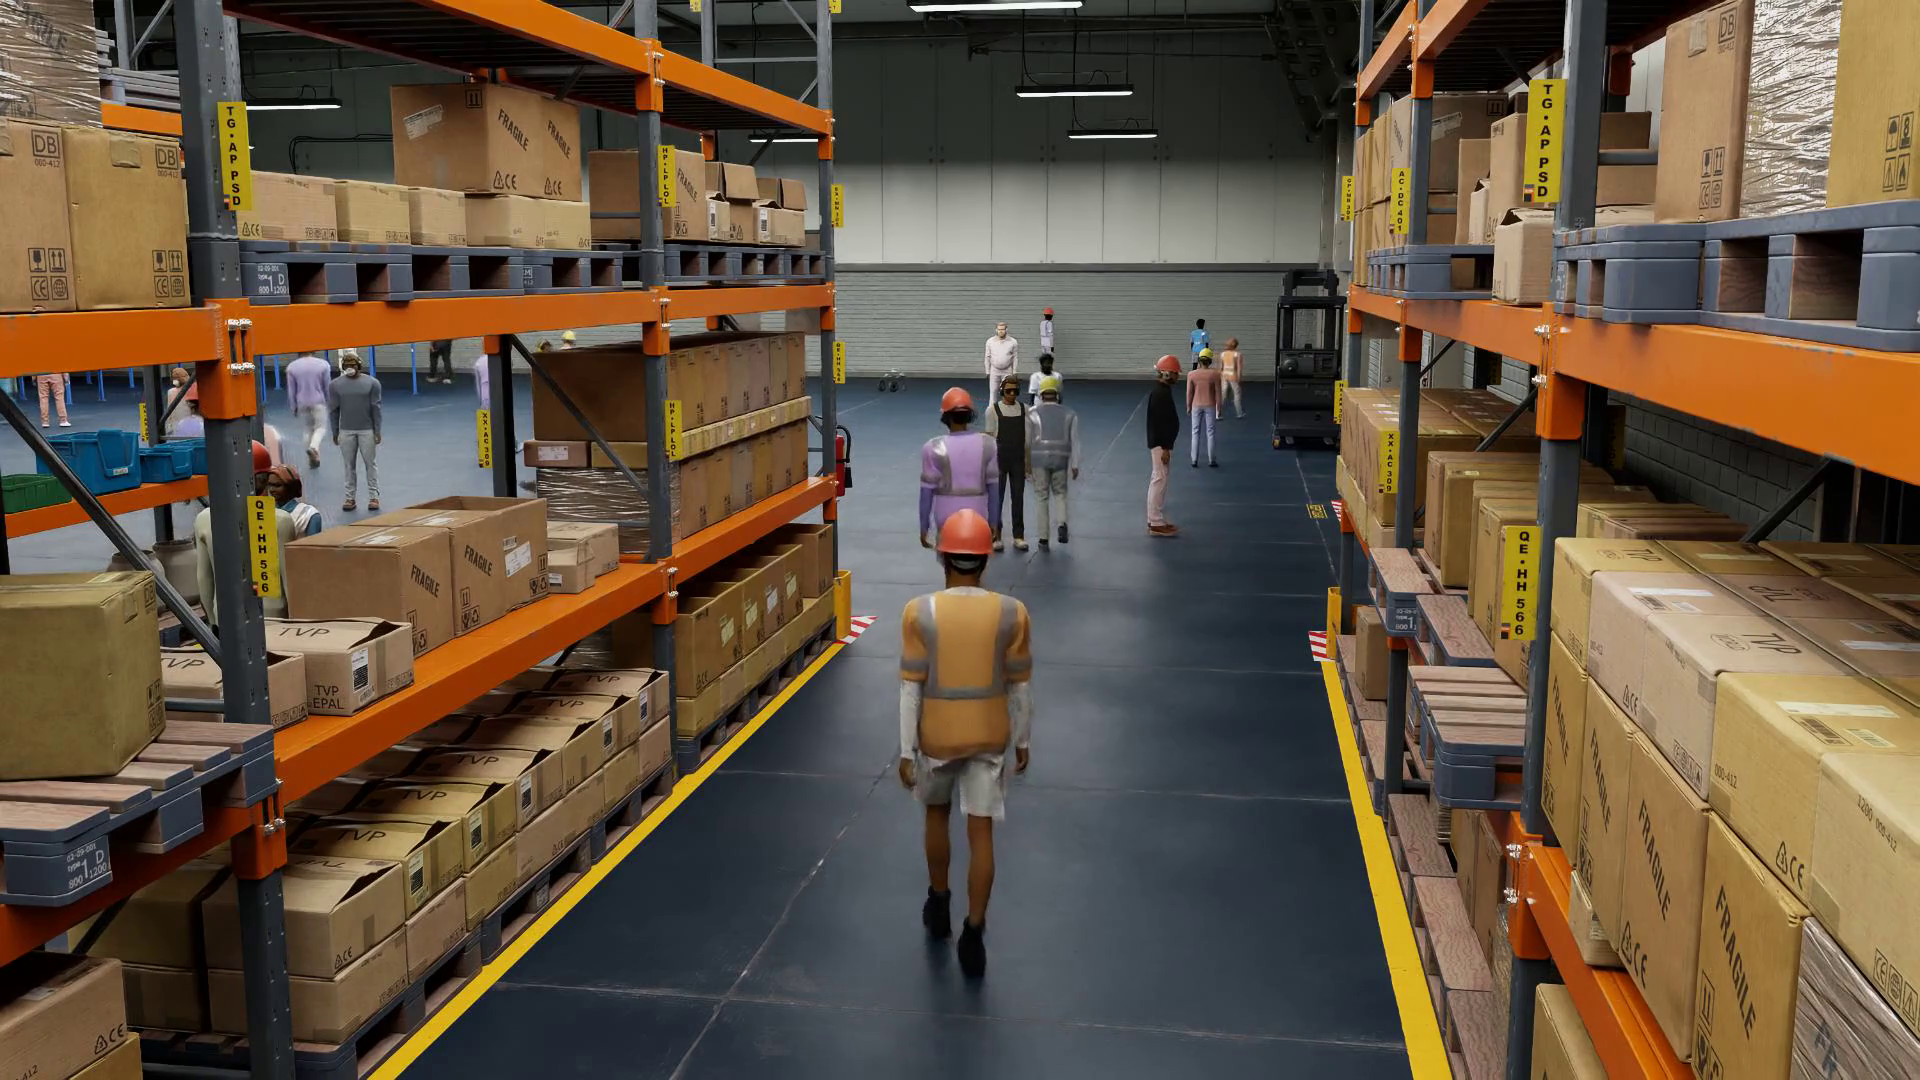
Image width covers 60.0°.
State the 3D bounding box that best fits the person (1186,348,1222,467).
[{"bbox_3d":[3.653,-1.980,24.871,0.531,1.767,0.328,3,10,16],"label":"person"}]

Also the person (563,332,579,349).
[{"bbox_3d":[-7.519,-3.142,32.083,0.415,1.743,0.531,-7,12,-37],"label":"person"}]

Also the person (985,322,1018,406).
[{"bbox_3d":[0.816,-3.308,32.633,0.642,1.909,0.399,0,9,2],"label":"person"}]

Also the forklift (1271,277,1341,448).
[{"bbox_3d":[5.847,-3.016,27.970,1.129,2.768,1.873,1,9,9],"label":"forklift"}]

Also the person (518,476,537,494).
[{"bbox_3d":[-5.238,-1.516,21.703,1.032,1.862,0.692,-4,10,-24],"label":"person"}]

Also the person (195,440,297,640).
[{"bbox_3d":[-3.918,0.437,9.263,0.611,1.995,0.381,1,9,8],"label":"person"}]

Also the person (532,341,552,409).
[{"bbox_3d":[-6.438,-2.168,25.838,0.425,1.840,0.543,5,10,28],"label":"person"}]

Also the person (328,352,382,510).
[{"bbox_3d":[-7.407,-1.339,20.417,0.625,1.933,0.360,-2,9,-10],"label":"person"}]

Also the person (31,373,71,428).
[{"bbox_3d":[-17.001,-3.054,31.066,0.643,1.908,0.399,-3,10,-16],"label":"person"}]

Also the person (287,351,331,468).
[{"bbox_3d":[-9.593,-2.004,24.552,0.640,1.919,0.622,-1,9,-3],"label":"person"}]

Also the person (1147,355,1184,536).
[{"bbox_3d":[2.273,-1.056,18.479,0.400,1.990,0.623,0,9,2],"label":"person"}]

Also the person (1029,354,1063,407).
[{"bbox_3d":[1.329,-1.980,25.201,0.555,1.655,0.859,-2,9,-11],"label":"person"}]

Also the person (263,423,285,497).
[{"bbox_3d":[-6.179,-0.348,14.652,0.465,1.818,0.635,2,9,11],"label":"person"}]

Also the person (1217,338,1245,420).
[{"bbox_3d":[5.308,-3.155,32.643,0.532,1.592,0.856,8,12,39],"label":"person"}]

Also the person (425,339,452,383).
[{"bbox_3d":[-13.599,-5.095,43.370,0.977,2.000,0.696,9,13,43],"label":"person"}]

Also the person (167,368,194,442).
[{"bbox_3d":[-10.370,-1.485,22.230,0.508,1.631,0.265,3,10,16],"label":"person"}]

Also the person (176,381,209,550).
[{"bbox_3d":[-7.054,-0.523,15.439,0.552,1.919,0.808,6,11,32],"label":"person"}]

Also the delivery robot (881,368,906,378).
[{"bbox_3d":[-1.617,-4.067,40.512,0.335,0.223,0.698,8,12,42],"label":"delivery robot"}]

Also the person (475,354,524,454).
[{"bbox_3d":[-7.262,-2.244,26.207,0.669,1.853,0.990,2,9,12],"label":"person"}]

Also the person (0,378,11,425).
[{"bbox_3d":[-18.341,-3.086,31.539,0.713,1.813,0.575,-8,12,-39],"label":"person"}]

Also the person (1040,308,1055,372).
[{"bbox_3d":[2.334,-5.179,44.075,0.358,1.938,0.545,-5,10,-26],"label":"person"}]

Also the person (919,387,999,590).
[{"bbox_3d":[-0.020,-0.158,12.813,0.632,2.032,0.420,-3,10,-20],"label":"person"}]

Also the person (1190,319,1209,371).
[{"bbox_3d":[6.134,-4.806,42.526,0.532,1.693,0.319,8,12,39],"label":"person"}]

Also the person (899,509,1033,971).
[{"bbox_3d":[0.020,0.816,7.156,0.578,1.908,0.794,-1,9,-4],"label":"person"}]

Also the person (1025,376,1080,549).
[{"bbox_3d":[0.946,-0.823,17.597,0.608,1.811,0.445,-1,9,-8],"label":"person"}]

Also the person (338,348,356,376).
[{"bbox_3d":[-11.888,-3.340,32.409,0.373,2.043,0.614,-7,12,-38],"label":"person"}]

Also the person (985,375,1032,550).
[{"bbox_3d":[0.509,-0.815,17.475,0.507,1.842,0.332,-3,10,-19],"label":"person"}]

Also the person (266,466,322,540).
[{"bbox_3d":[-4.467,0.314,11.112,0.515,1.641,0.315,2,9,14],"label":"person"}]
